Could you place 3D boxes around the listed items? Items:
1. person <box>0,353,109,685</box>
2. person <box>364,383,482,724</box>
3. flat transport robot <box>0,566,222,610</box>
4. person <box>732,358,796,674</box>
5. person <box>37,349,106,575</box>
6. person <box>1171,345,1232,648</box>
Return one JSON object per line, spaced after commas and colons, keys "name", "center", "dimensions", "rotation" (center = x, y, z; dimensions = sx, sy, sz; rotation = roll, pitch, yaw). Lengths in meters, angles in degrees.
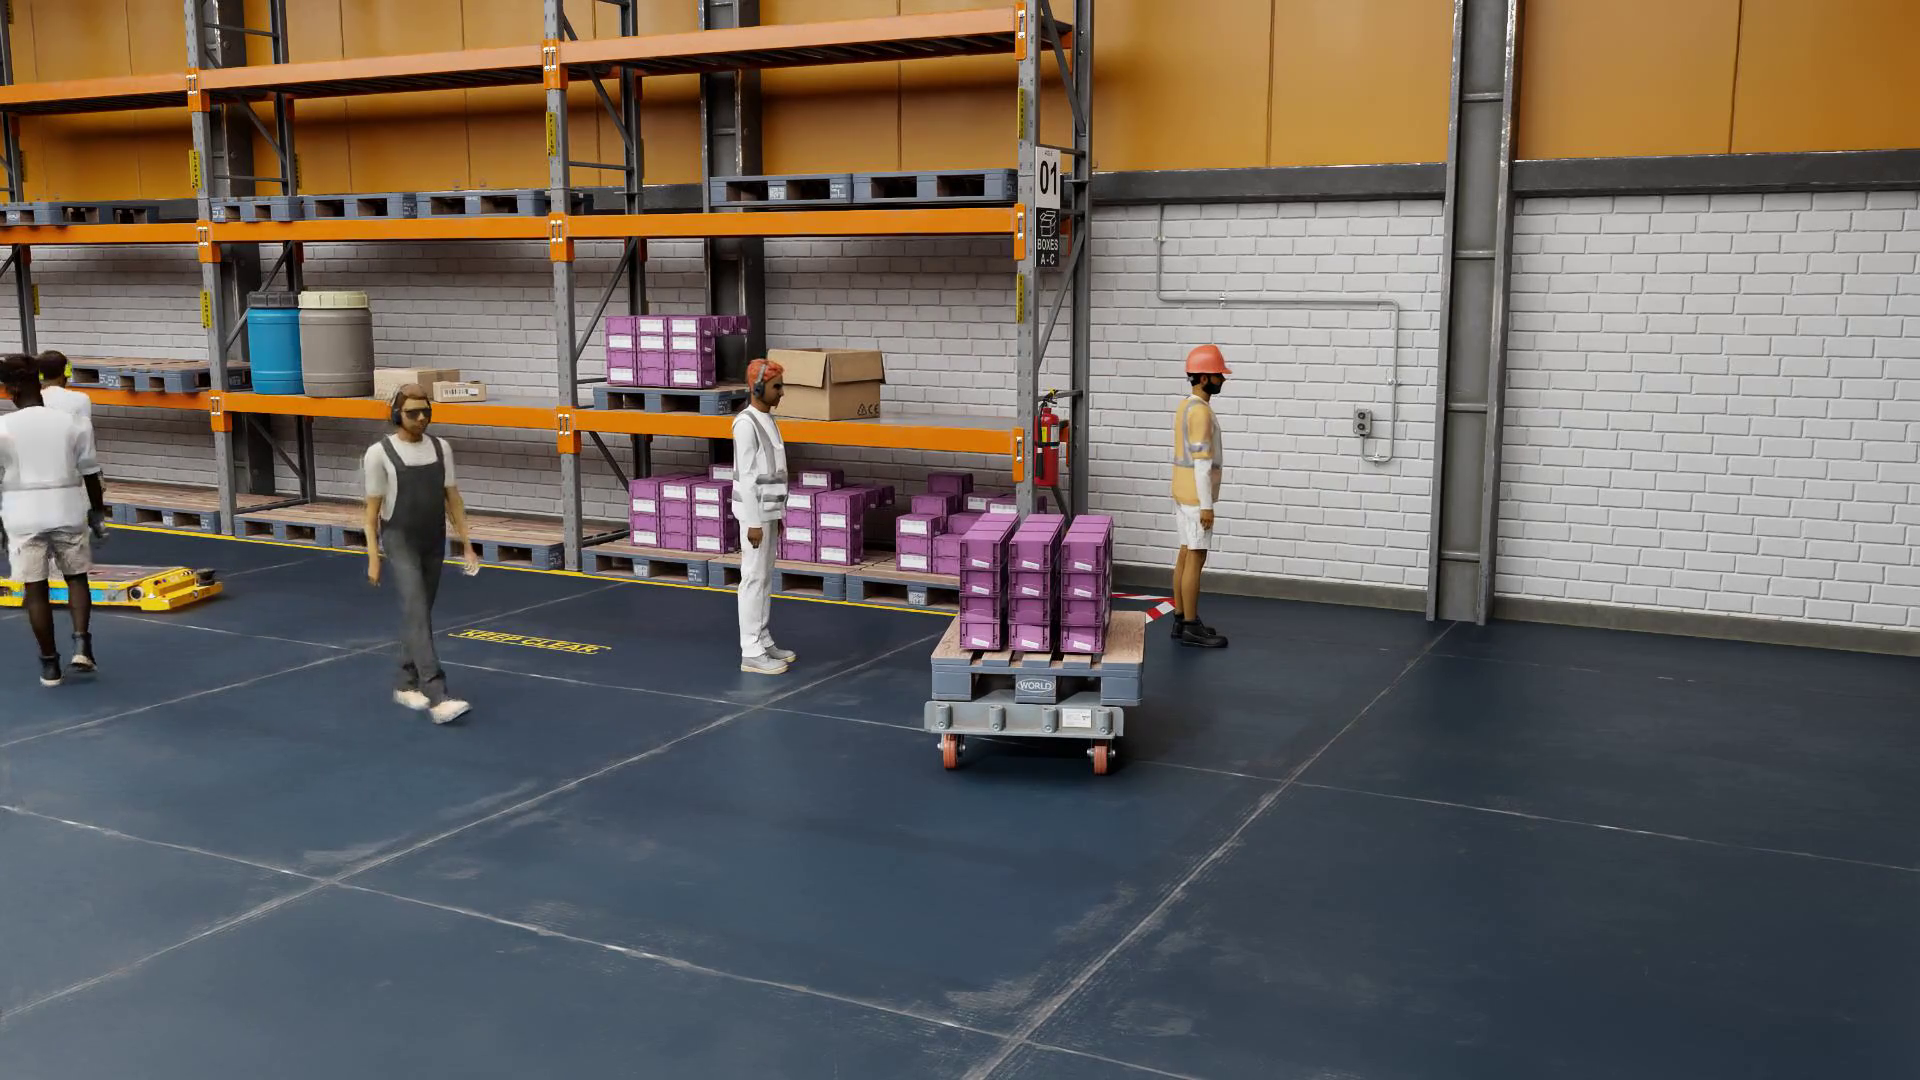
{"name": "person", "center": [-5.293, -0.108, 9.649], "dimensions": [0.646, 1.939, 0.417], "rotation": [-7, 11, -37]}
{"name": "person", "center": [-2.839, 0.075, 8.917], "dimensions": [0.899, 1.809, 0.513], "rotation": [7, 11, 35]}
{"name": "flat transport robot", "center": [-6.203, 0.331, 12.048], "dimensions": [1.431, 0.197, 0.652], "rotation": [1, 9, 8]}
{"name": "person", "center": [-1.189, -0.148, 10.039], "dimensions": [0.356, 1.886, 0.572], "rotation": [1, 9, 6]}
{"name": "person", "center": [-6.577, -0.475, 12.204], "dimensions": [0.560, 1.832, 0.699], "rotation": [0, 9, -3]}
{"name": "person", "center": [1.549, -0.282, 10.703], "dimensions": [0.364, 1.939, 0.542], "rotation": [-1, 9, -3]}
